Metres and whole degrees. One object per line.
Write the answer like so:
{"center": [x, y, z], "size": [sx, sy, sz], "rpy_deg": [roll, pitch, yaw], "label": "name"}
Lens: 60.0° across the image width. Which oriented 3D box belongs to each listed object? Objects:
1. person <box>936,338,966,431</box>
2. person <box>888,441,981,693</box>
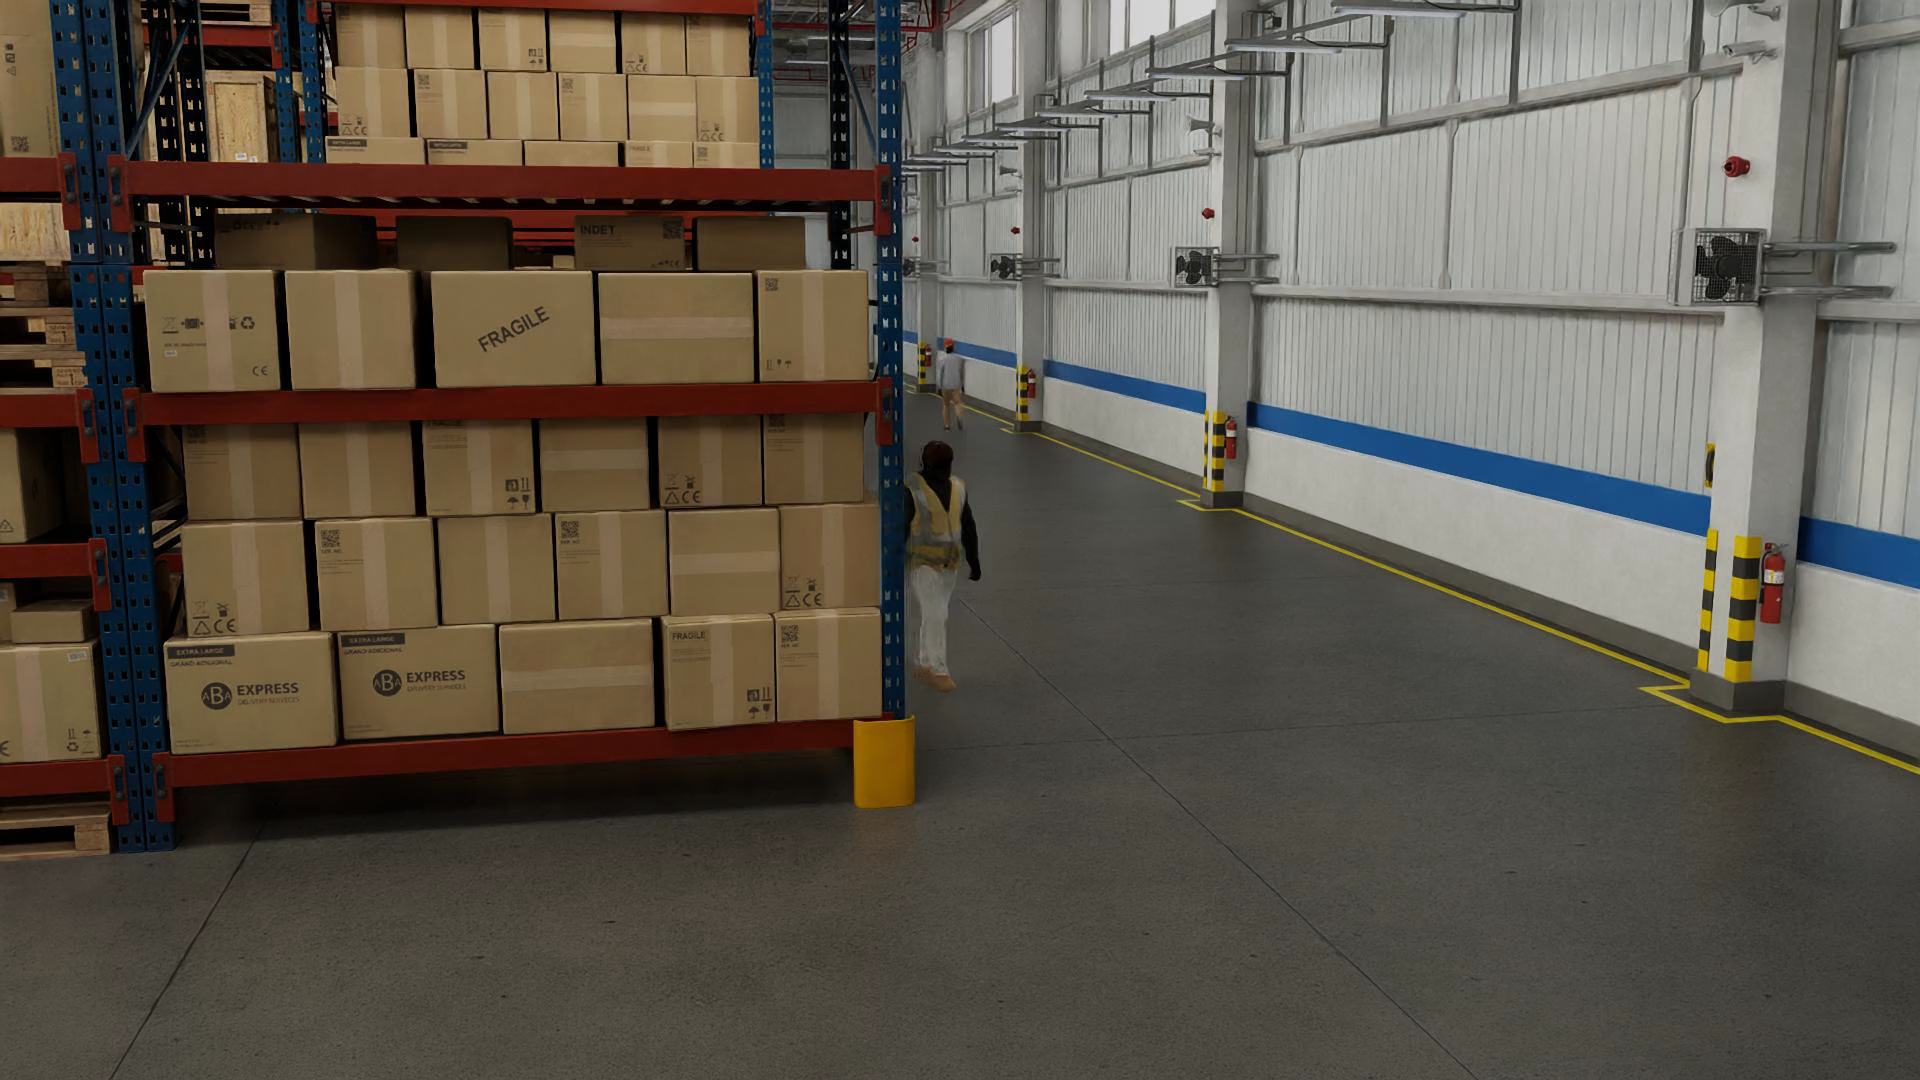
{"center": [-0.158, -2.862, 30.714], "size": [0.571, 1.732, 0.546], "rpy_deg": [-2, 10, -12], "label": "person"}
{"center": [-0.147, 0.187, 11.926], "size": [0.737, 1.800, 0.713], "rpy_deg": [-8, 13, -42], "label": "person"}
